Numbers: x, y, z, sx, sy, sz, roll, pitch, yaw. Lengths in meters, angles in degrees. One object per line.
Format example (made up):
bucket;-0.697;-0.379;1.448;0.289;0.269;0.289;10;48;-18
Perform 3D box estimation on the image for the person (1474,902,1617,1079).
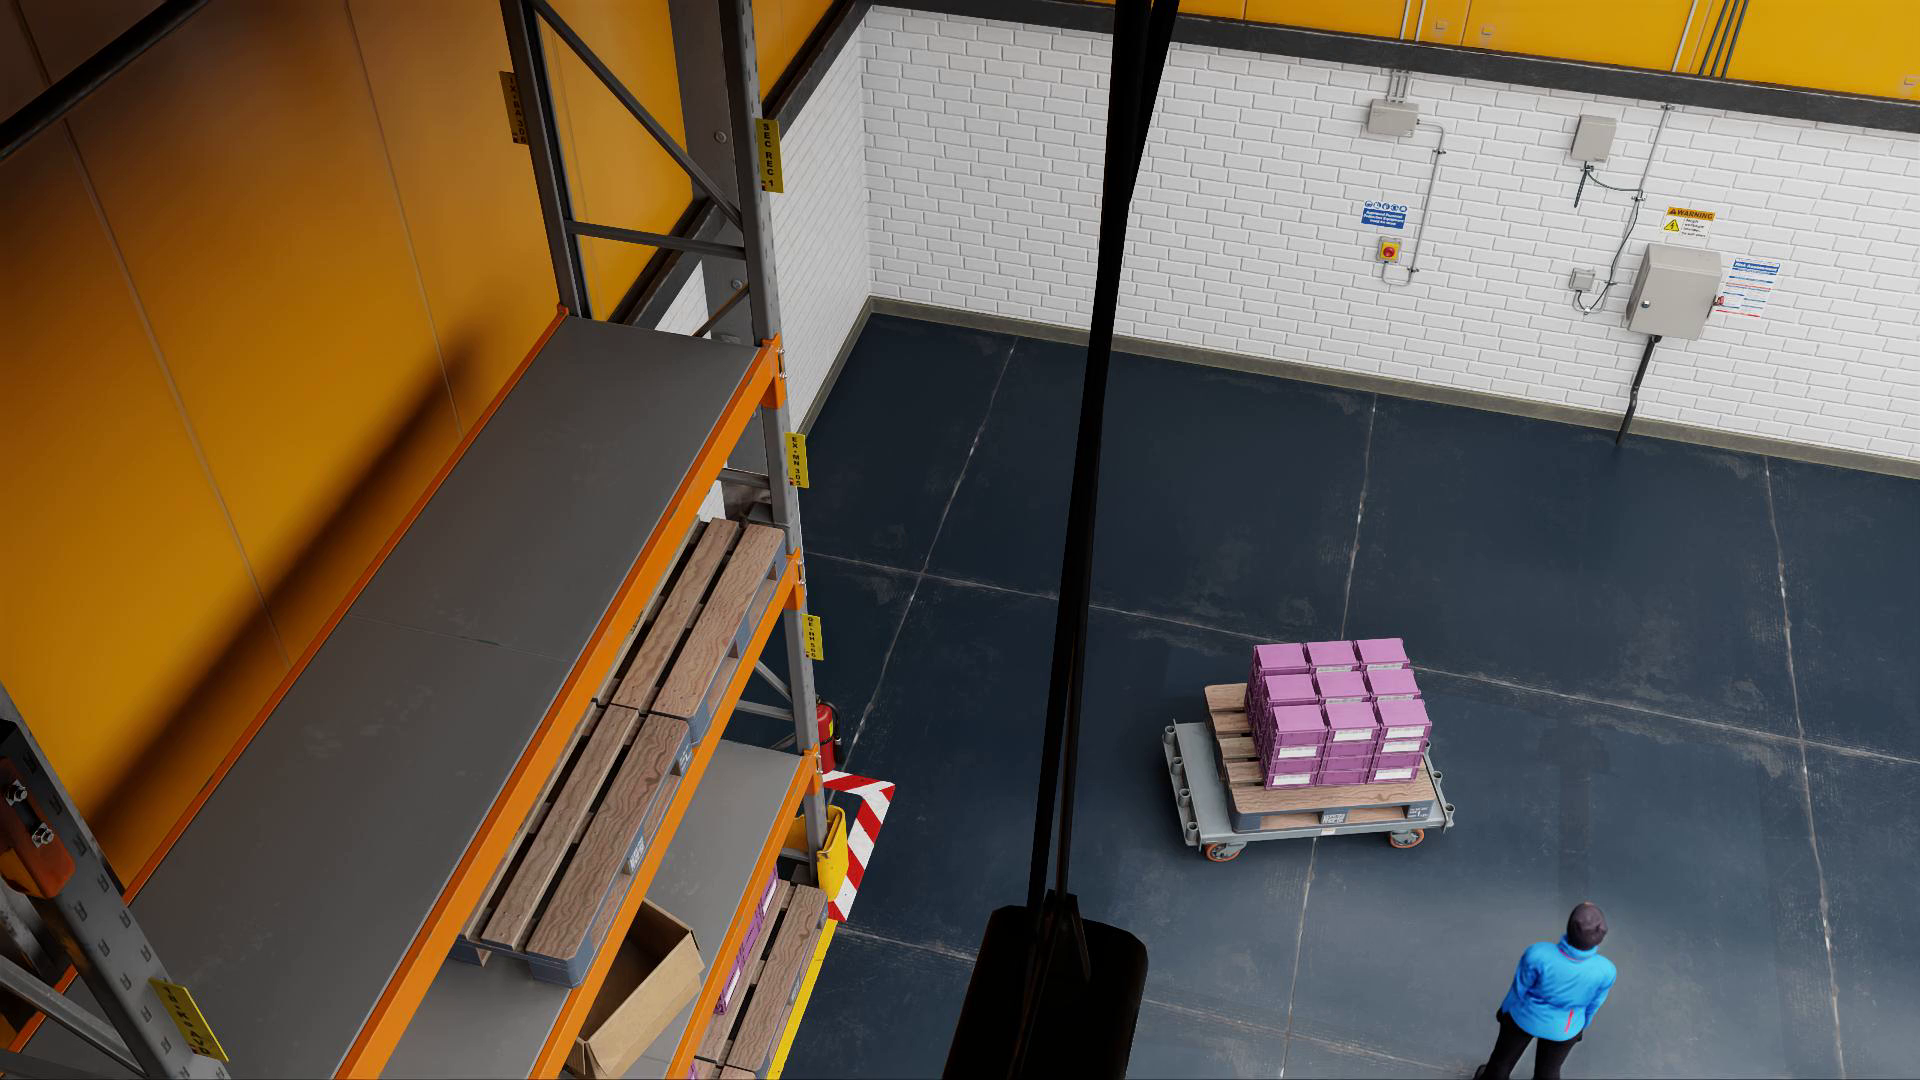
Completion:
person;2.957;2.434;8.421;0.596;1.797;0.550;9;44;9
